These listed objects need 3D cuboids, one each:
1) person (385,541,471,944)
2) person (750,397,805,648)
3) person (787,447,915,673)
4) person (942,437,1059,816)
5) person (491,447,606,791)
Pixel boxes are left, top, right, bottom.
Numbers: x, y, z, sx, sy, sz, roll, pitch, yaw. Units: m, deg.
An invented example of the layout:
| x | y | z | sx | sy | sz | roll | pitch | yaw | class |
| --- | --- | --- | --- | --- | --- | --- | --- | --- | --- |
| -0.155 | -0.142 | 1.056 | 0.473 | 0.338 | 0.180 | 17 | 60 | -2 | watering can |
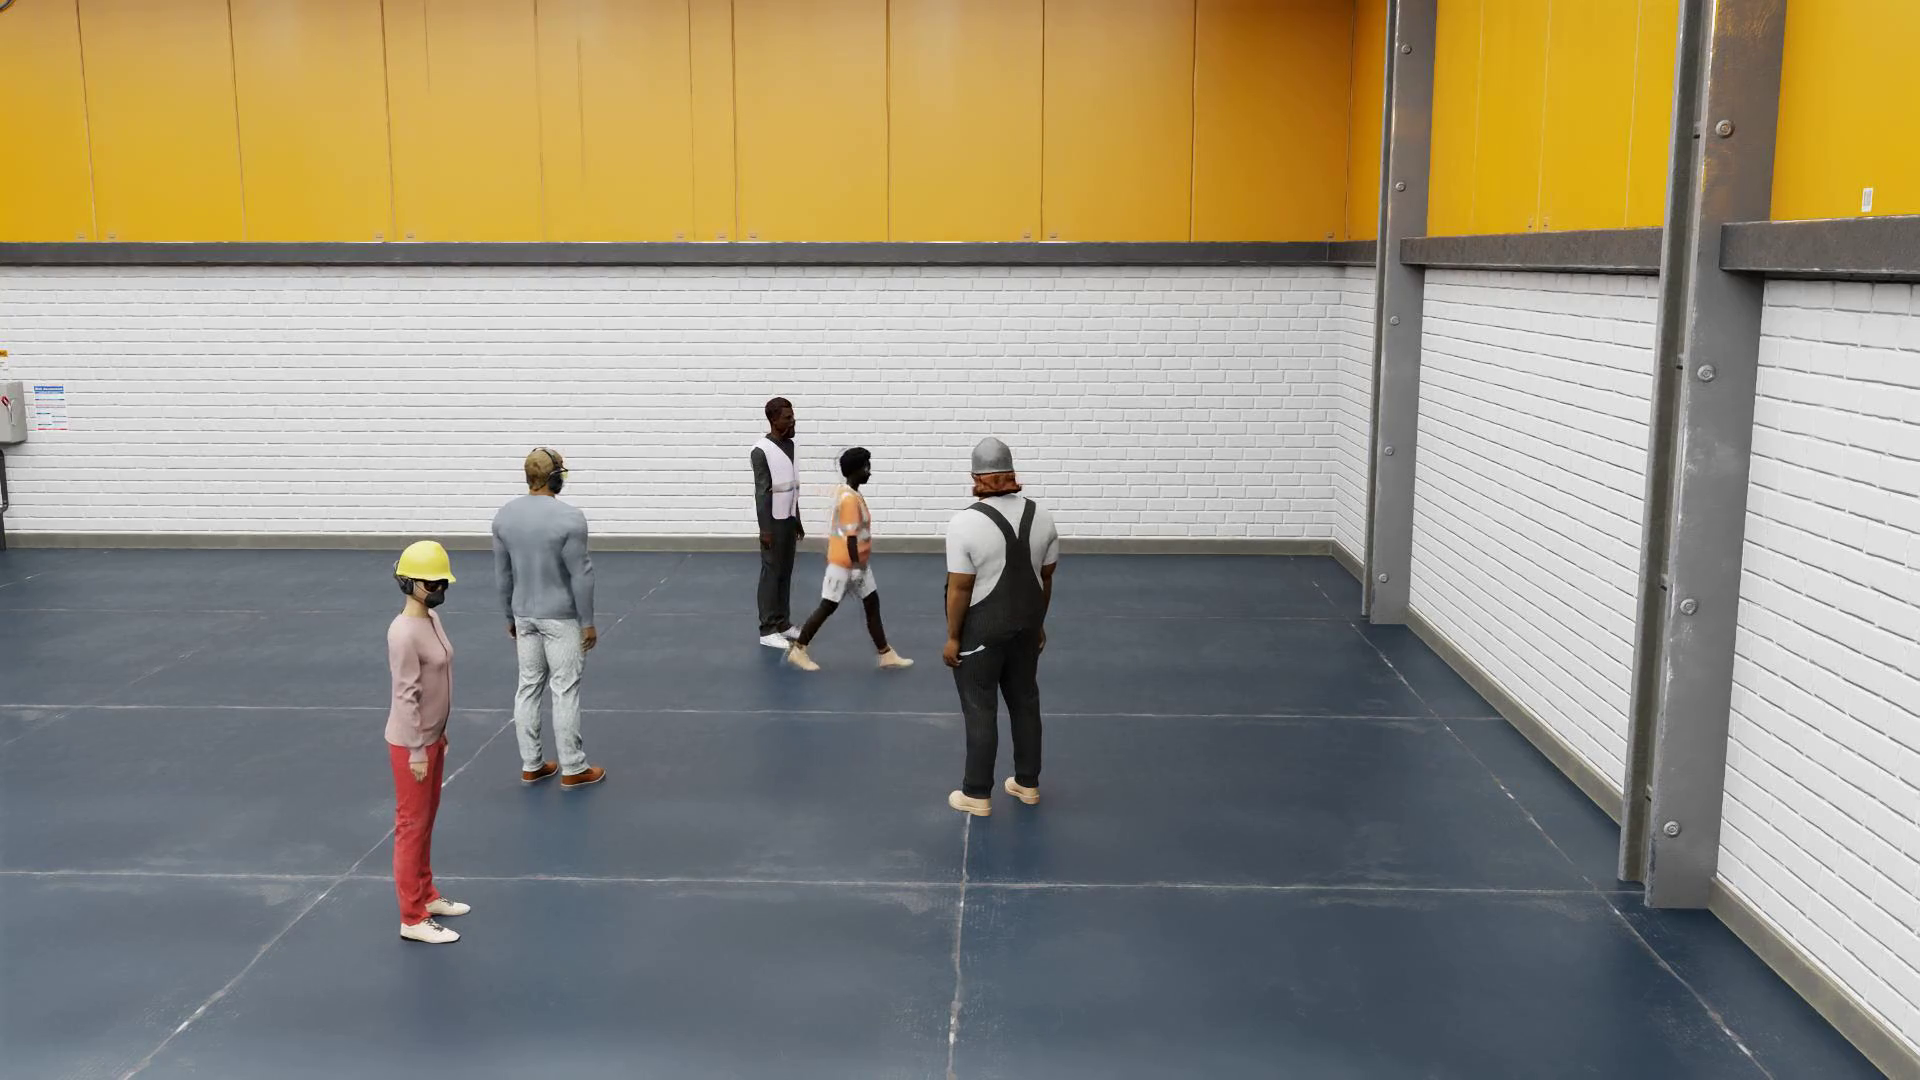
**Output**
| x | y | z | sx | sy | sz | roll | pitch | yaw | class |
| --- | --- | --- | --- | --- | --- | --- | --- | --- | --- |
| -2.348 | 0.875 | 7.332 | 0.329 | 1.764 | 0.524 | -1 | 10 | -4 | person |
| -1.400 | -0.143 | 12.827 | 0.392 | 1.922 | 0.591 | 4 | 10 | 20 | person |
| -0.827 | 0.146 | 11.949 | 0.914 | 1.646 | 0.536 | 0 | 10 | 0 | person |
| 0.163 | 0.451 | 8.999 | 0.688 | 2.000 | 0.536 | -7 | 12 | -34 | person |
| -2.313 | 0.443 | 9.346 | 0.627 | 1.941 | 0.373 | 4 | 11 | 24 | person |
